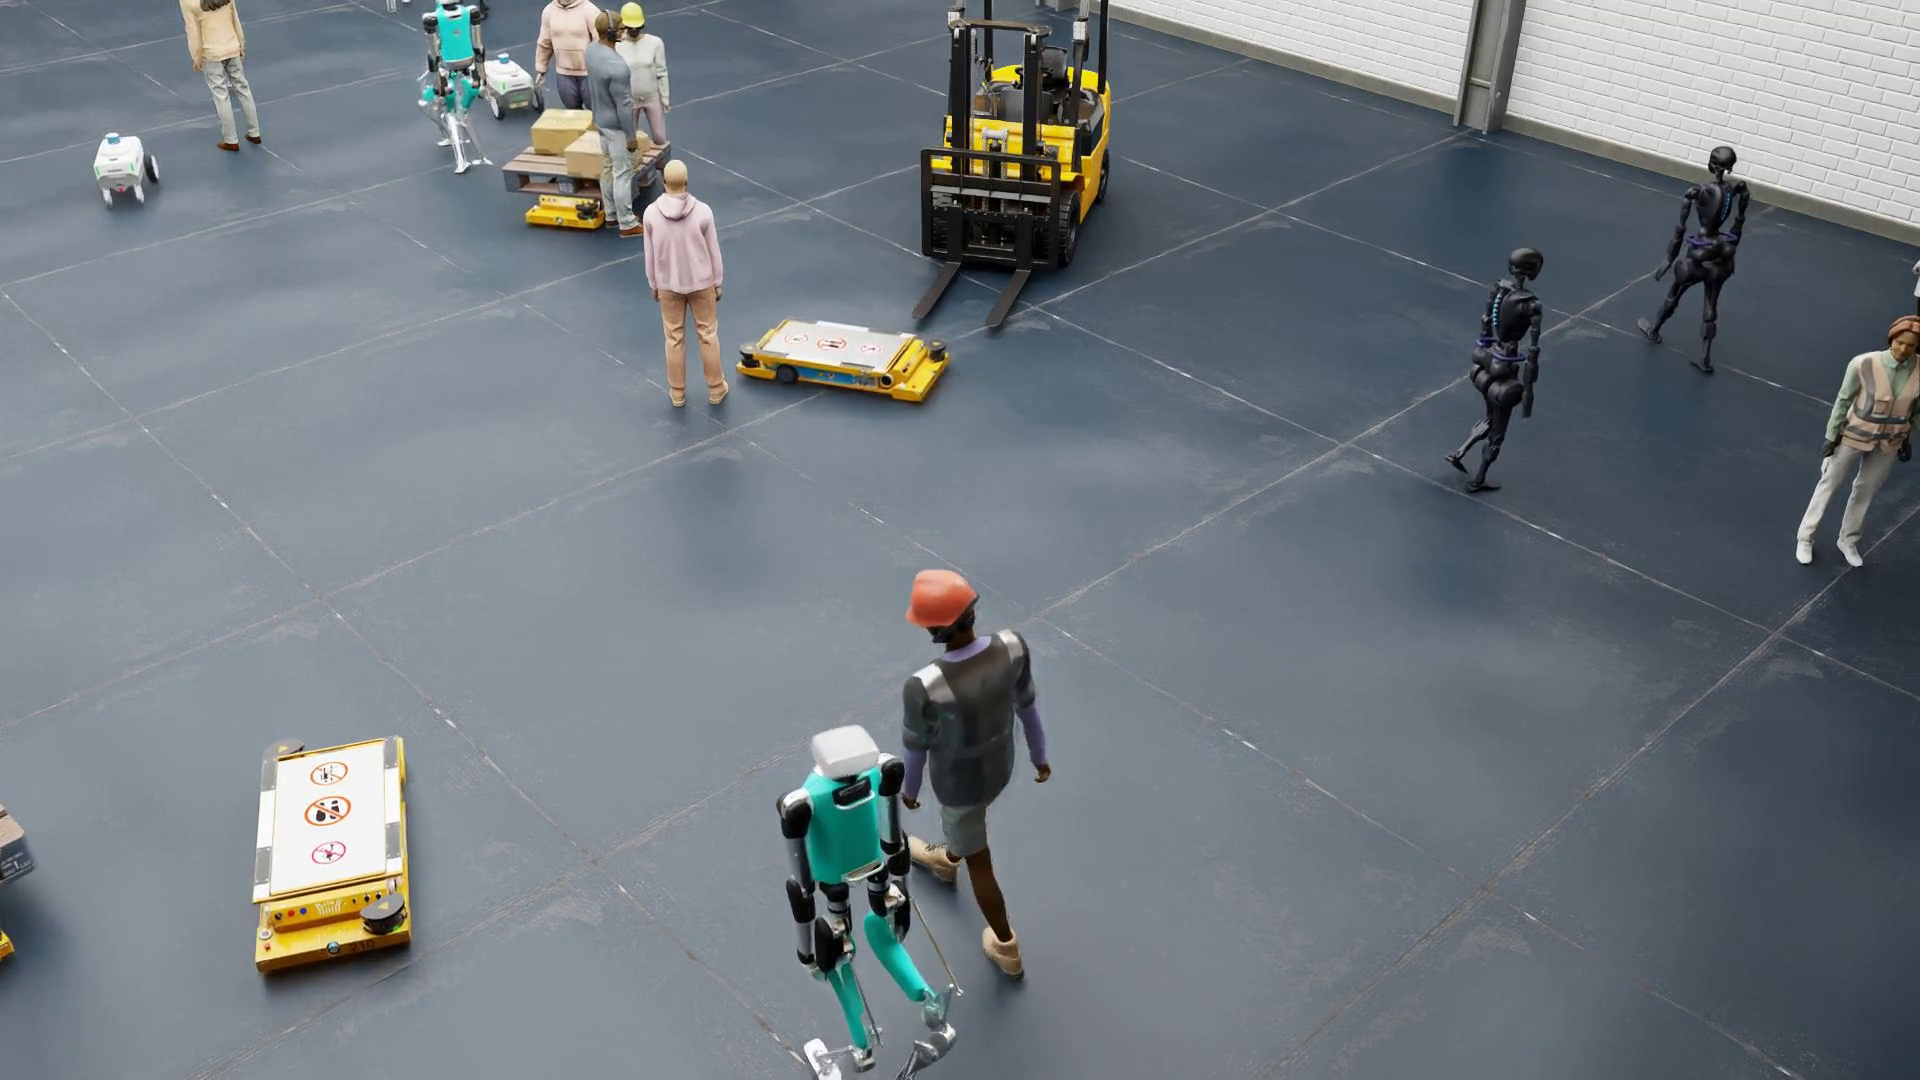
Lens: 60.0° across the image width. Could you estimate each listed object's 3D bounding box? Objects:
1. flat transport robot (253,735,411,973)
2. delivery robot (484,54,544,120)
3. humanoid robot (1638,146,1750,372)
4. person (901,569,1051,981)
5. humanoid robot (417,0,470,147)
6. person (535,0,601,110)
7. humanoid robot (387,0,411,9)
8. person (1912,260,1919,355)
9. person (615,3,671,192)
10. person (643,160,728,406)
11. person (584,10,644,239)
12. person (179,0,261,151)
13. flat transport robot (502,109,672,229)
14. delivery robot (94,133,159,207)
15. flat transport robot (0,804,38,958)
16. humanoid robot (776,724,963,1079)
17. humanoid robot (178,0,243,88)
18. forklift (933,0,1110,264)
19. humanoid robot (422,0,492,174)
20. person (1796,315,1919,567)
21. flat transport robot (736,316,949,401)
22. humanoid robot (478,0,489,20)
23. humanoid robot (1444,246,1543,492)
[{"bbox_3d":[-3.000,1.432,7.972,0.659,0.231,1.431,-9,34,-14],"label":"flat transport robot"},{"bbox_3d":[-4.642,-4.675,17.109,0.499,0.609,0.806,-19,38,-26],"label":"delivery robot"},{"bbox_3d":[5.414,-2.091,12.132,0.600,1.621,0.779,-7,34,-11],"label":"humanoid robot"},{"bbox_3d":[0.016,0.948,7.151,0.665,1.977,0.942,-24,40,-32],"label":"person"},{"bbox_3d":[-4.989,-4.520,15.809,0.737,1.817,0.554,-21,38,-29],"label":"humanoid robot"},{"bbox_3d":[-3.533,-4.357,15.419,0.819,1.853,0.435,5,33,8],"label":"person"},{"bbox_3d":[-6.869,-7.249,20.066,0.545,1.904,0.726,-2,33,-4],"label":"humanoid robot"},{"bbox_3d":[7.117,-2.023,11.971,0.535,1.696,0.322,-10,34,-14],"label":"person"},{"bbox_3d":[-2.848,-3.915,14.835,0.523,1.750,0.400,-11,35,-17],"label":"person"},{"bbox_3d":[-1.889,-1.745,11.466,0.525,1.783,0.401,-3,33,-4],"label":"person"},{"bbox_3d":[-2.897,-3.494,14.027,0.377,1.935,0.627,-20,38,-28],"label":"person"},{"bbox_3d":[-7.055,-4.651,15.852,0.413,1.877,0.549,23,39,30],"label":"person"},{"bbox_3d":[-3.335,-3.190,15.076,0.659,0.231,1.431,7,34,11],"label":"flat transport robot"},{"bbox_3d":[-7.644,-3.407,15.165,0.499,0.614,0.792,-10,34,-15],"label":"delivery robot"},{"bbox_3d":[-4.997,1.657,7.626,1.431,0.231,0.659,26,41,34],"label":"flat transport robot"},{"bbox_3d":[-0.298,1.588,6.392,0.557,1.774,0.807,-22,39,-30],"label":"humanoid robot"},{"bbox_3d":[-7.789,-5.453,17.196,0.744,1.764,0.532,-10,34,-15],"label":"humanoid robot"},{"bbox_3d":[0.570,-3.725,14.138,1.214,2.155,2.313,9,34,13],"label":"forklift"},{"bbox_3d":[-4.671,-4.243,15.343,0.564,1.777,0.782,-22,39,-30],"label":"humanoid robot"},{"bbox_3d":[5.354,-0.576,9.801,0.518,1.636,0.310,3,33,5],"label":"person"},{"bbox_3d":[-0.859,-1.337,12.228,1.431,0.231,0.659,10,34,15],"label":"flat transport robot"},{"bbox_3d":[-5.846,-7.050,19.727,0.608,1.639,0.596,9,34,13],"label":"humanoid robot"},{"bbox_3d":[3.391,-1.064,10.507,0.393,1.648,0.597,-10,34,-15],"label":"humanoid robot"}]
